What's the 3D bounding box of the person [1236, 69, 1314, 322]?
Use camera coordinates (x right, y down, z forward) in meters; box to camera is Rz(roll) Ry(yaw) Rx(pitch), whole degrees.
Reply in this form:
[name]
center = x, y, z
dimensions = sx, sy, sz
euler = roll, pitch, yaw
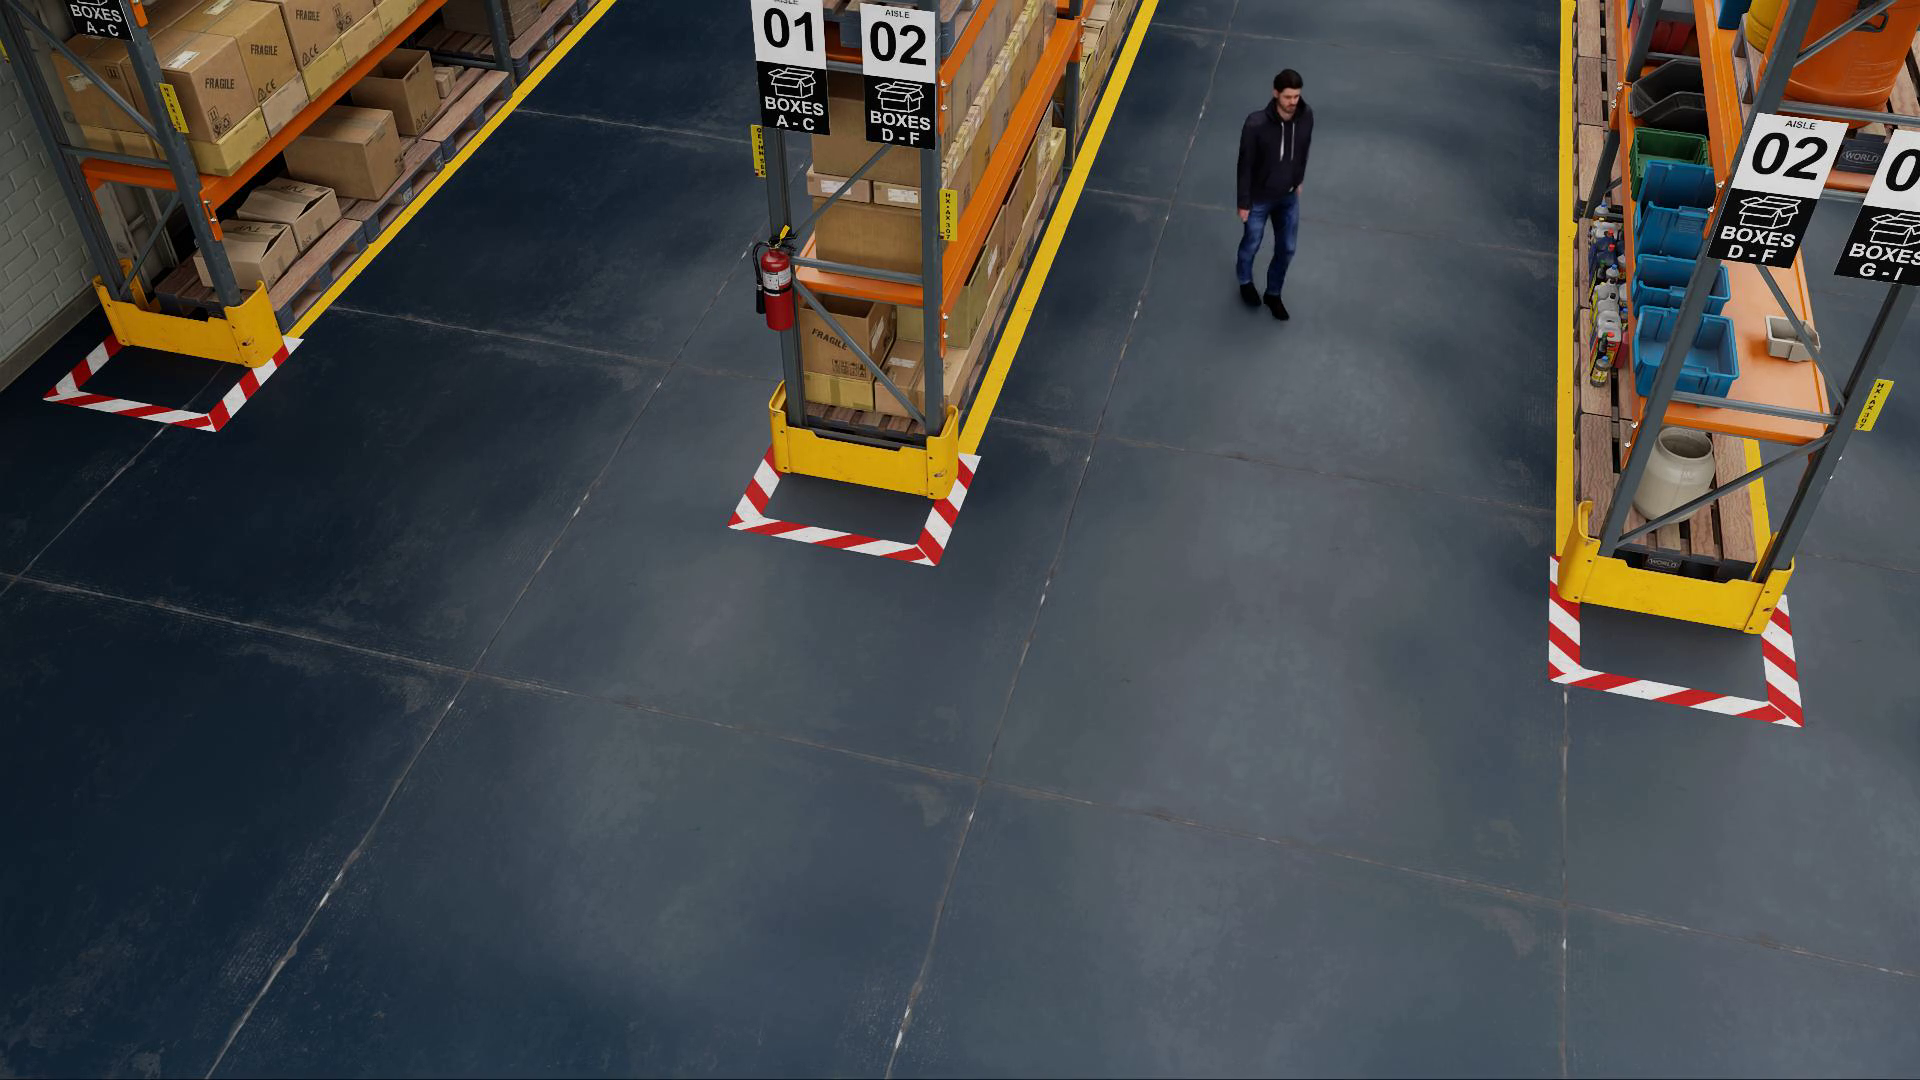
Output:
[person]
center = 2.108, -2.452, 11.501
dimensions = 0.881, 1.866, 0.936
euler = -11, 44, -11
